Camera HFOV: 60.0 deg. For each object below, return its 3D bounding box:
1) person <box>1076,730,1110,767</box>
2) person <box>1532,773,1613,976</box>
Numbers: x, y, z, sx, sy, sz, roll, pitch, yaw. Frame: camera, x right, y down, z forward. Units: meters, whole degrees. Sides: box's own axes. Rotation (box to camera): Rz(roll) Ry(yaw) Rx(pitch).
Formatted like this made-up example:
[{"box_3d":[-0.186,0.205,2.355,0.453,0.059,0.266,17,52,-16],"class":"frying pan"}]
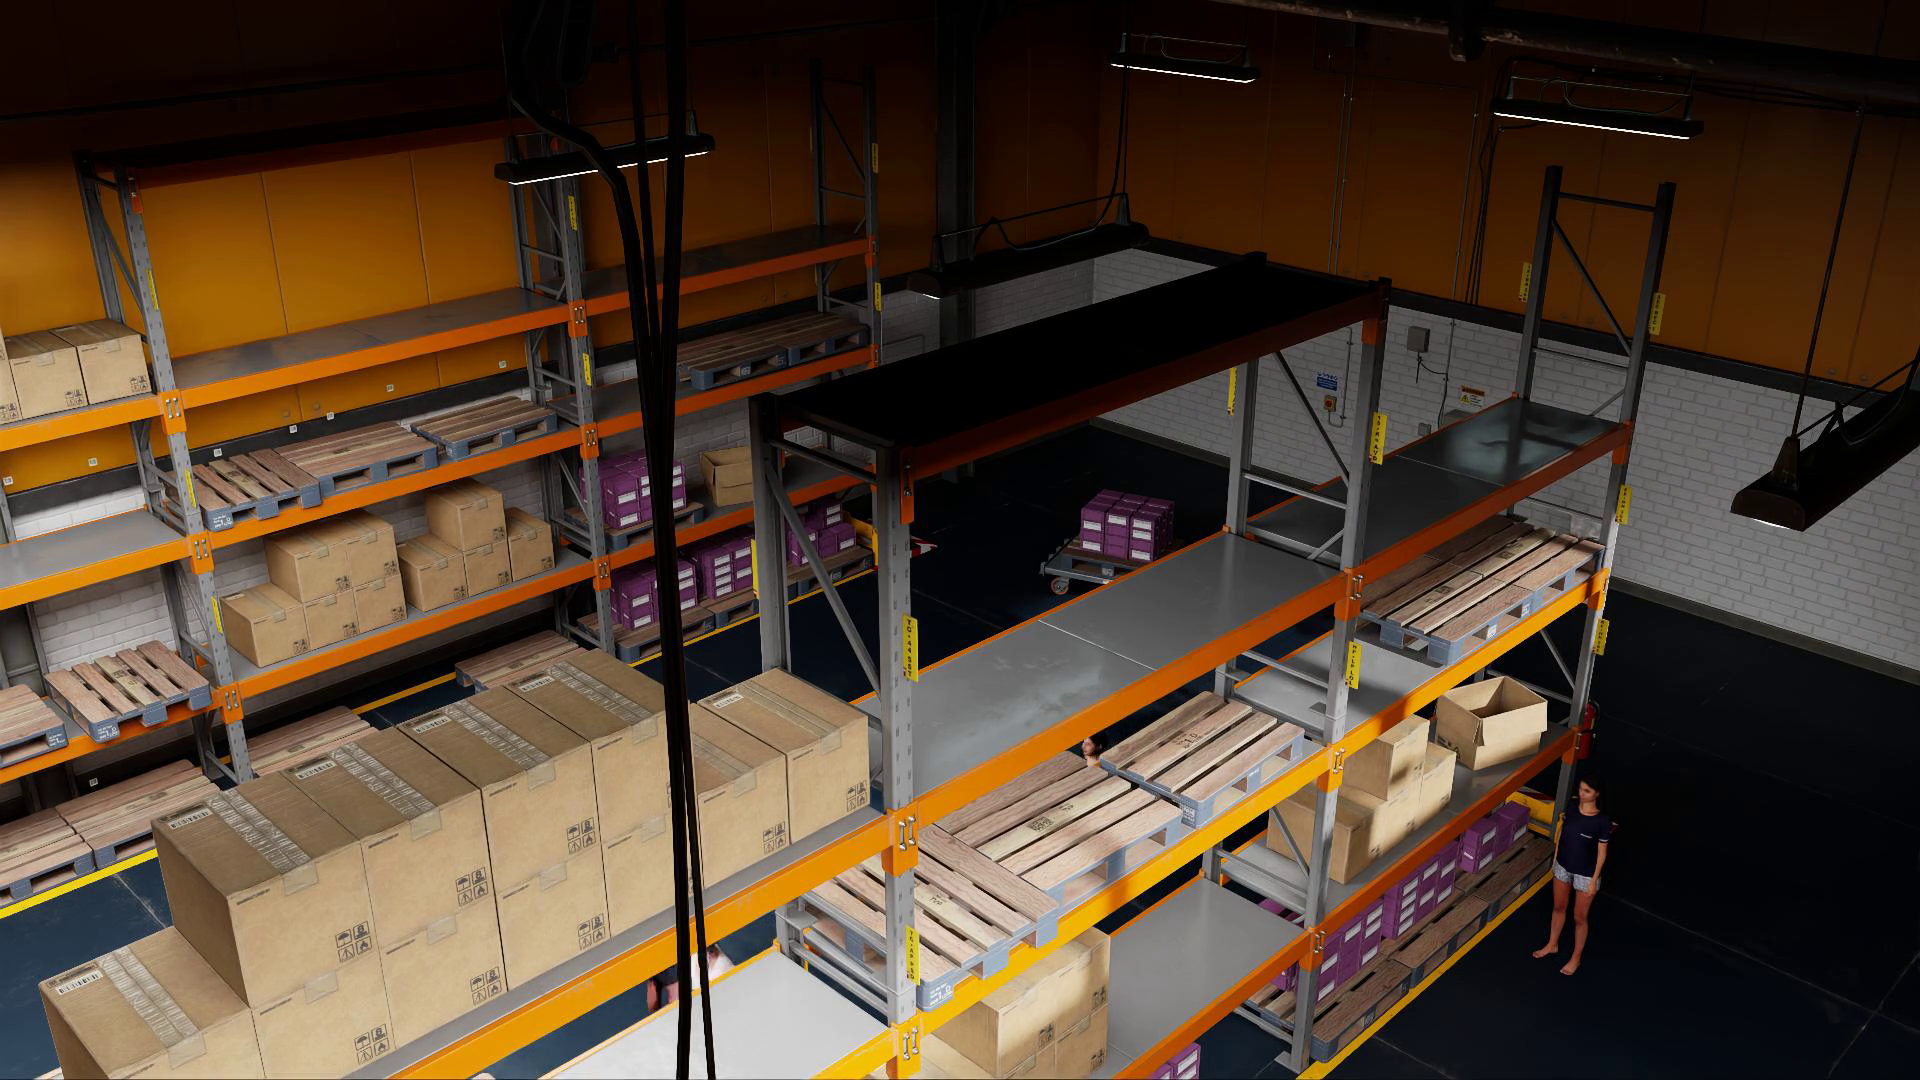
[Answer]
[{"box_3d":[1.200,2.315,13.924,1.050,1.724,0.761,-17,29,-33],"class":"person"},{"box_3d":[4.901,2.615,13.184,0.568,1.767,0.603,-16,28,-32],"class":"person"}]
